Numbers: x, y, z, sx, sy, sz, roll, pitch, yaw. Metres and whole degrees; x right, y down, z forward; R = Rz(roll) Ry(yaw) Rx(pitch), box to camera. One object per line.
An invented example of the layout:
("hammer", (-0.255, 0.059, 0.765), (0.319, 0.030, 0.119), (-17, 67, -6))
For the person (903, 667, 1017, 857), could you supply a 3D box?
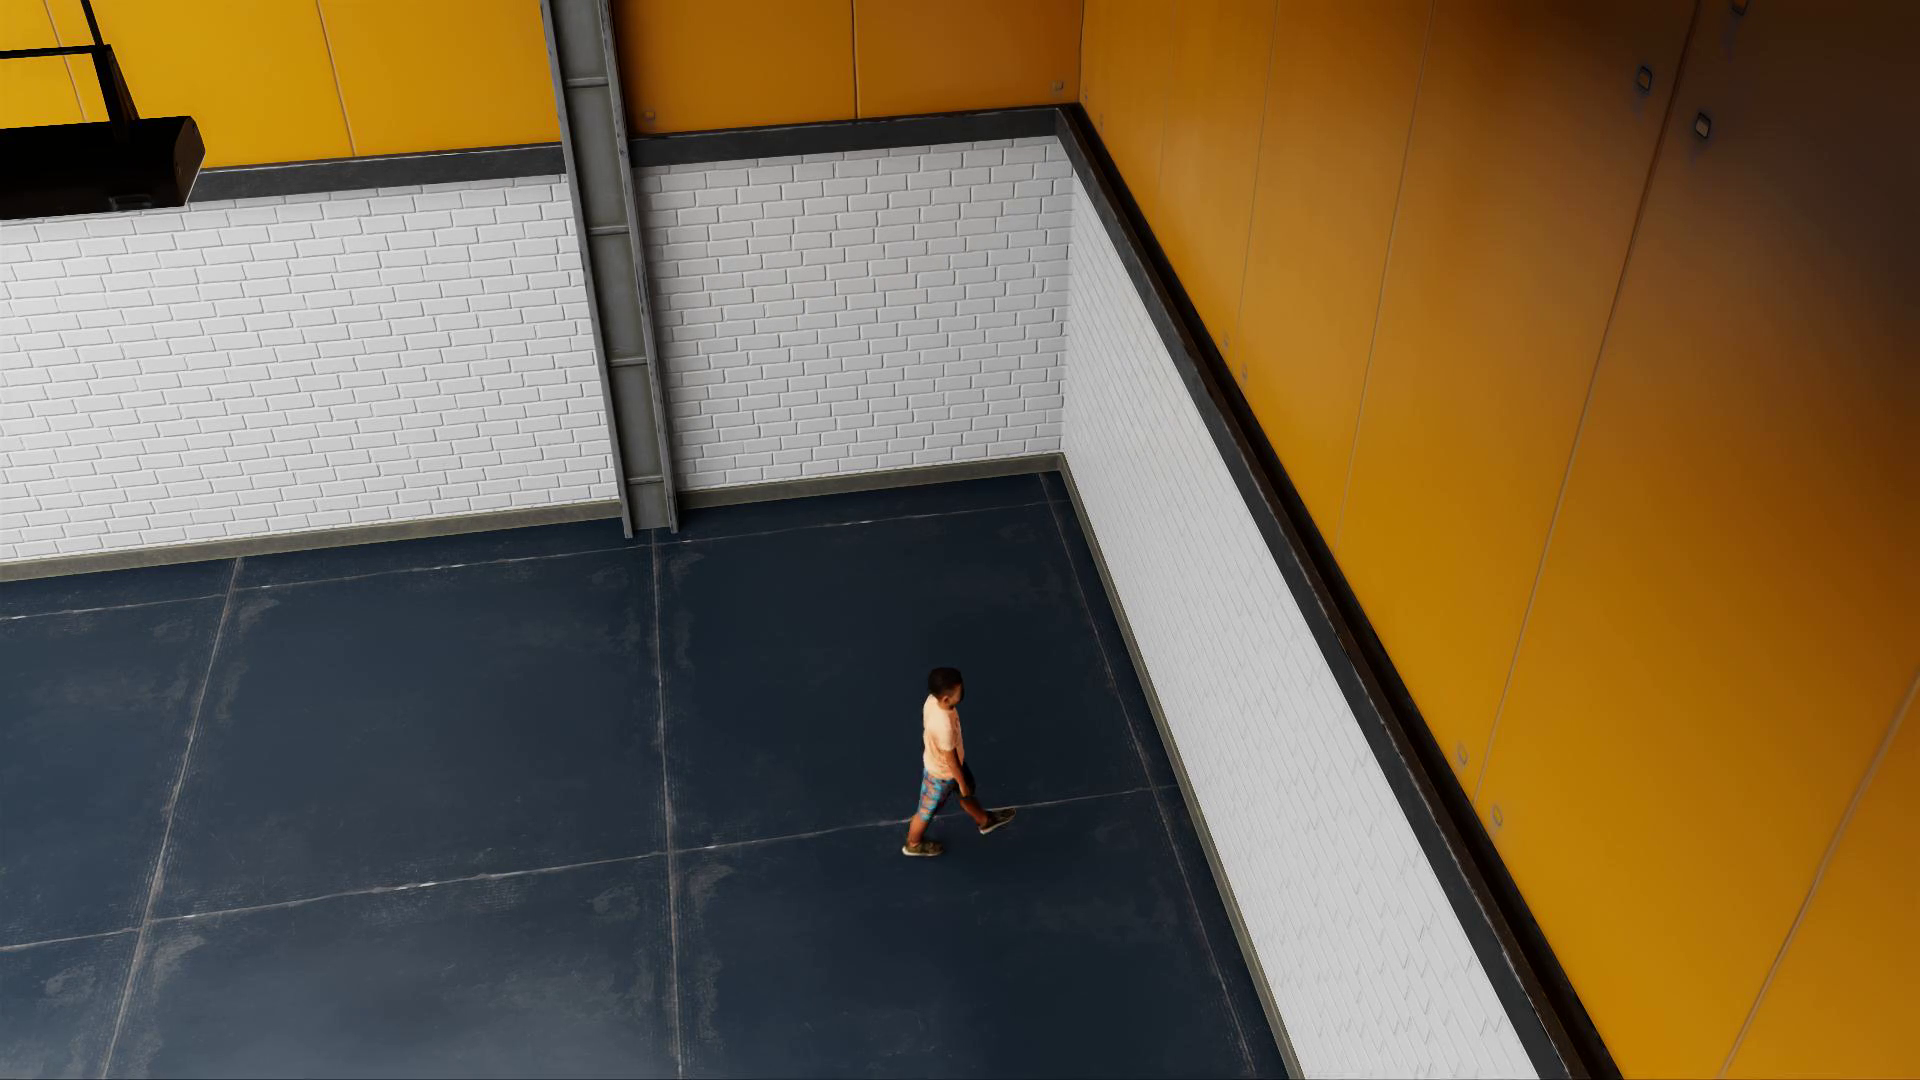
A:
("person", (-0.168, 1.303, 9.561), (0.919, 1.436, 0.573), (-5, 39, -6))
